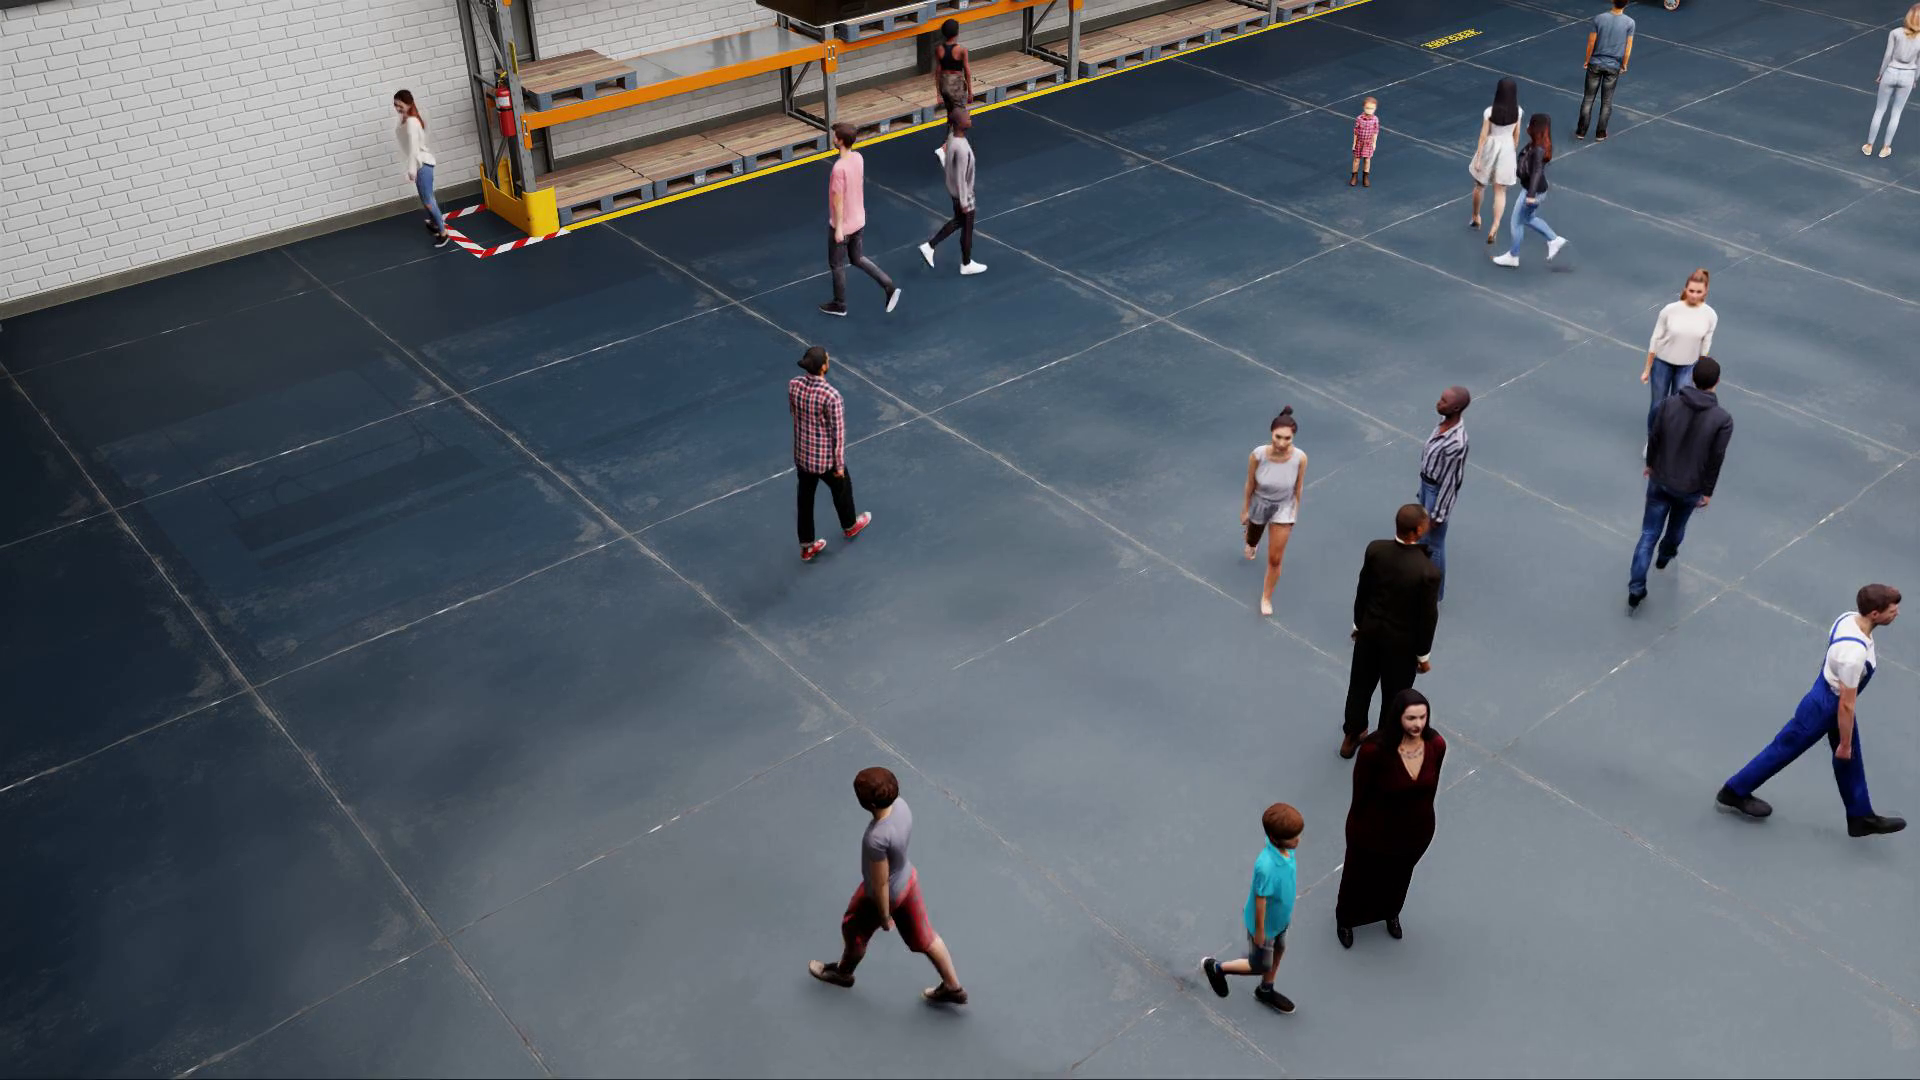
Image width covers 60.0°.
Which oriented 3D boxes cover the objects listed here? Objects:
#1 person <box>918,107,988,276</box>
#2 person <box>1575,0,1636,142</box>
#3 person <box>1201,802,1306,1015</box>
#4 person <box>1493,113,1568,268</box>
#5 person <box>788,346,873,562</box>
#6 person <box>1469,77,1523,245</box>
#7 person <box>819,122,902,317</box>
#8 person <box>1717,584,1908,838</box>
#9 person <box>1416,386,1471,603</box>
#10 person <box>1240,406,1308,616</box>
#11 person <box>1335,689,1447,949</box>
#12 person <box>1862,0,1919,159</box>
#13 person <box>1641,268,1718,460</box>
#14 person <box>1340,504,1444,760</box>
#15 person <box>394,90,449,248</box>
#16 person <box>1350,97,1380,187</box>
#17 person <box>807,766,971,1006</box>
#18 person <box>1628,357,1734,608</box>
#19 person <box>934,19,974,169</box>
[{"bbox_3d":[-0.079,-3.480,16.698,1.051,1.761,0.890,-6,34,-9],"label":"person"},{"bbox_3d":[7.773,-5.728,20.035,0.732,1.811,0.722,11,35,17],"label":"person"},{"bbox_3d":[1.584,1.940,8.835,0.689,1.439,0.738,21,39,29],"label":"person"},{"bbox_3d":[5.889,-3.525,16.902,0.965,1.611,0.973,11,35,16],"label":"person"},{"bbox_3d":[-1.100,-0.609,12.400,0.905,1.737,1.079,18,38,25],"label":"person"},{"bbox_3d":[5.624,-3.910,17.366,1.087,1.737,1.173,4,34,6],"label":"person"},{"bbox_3d":[-0.989,-2.997,15.812,1.000,1.938,1.109,13,36,19],"label":"person"},{"bbox_3d":[5.061,1.014,9.908,1.077,1.792,1.293,15,36,21],"label":"person"},{"bbox_3d":[3.419,-0.307,11.894,0.743,1.795,0.700,0,34,0],"label":"person"},{"bbox_3d":[2.260,-0.277,12.037,0.966,1.586,1.062,5,34,8],"label":"person"},{"bbox_3d":[2.362,1.531,9.160,0.697,1.759,0.814,-7,34,-11],"label":"person"},{"bbox_3d":[11.034,-5.411,19.572,0.660,1.796,0.646,16,37,23],"label":"person"},{"bbox_3d":[5.865,-1.437,13.675,0.752,1.704,0.805,13,36,19],"label":"person"},{"bbox_3d":[2.699,0.601,10.429,0.728,1.904,0.647,26,41,33],"label":"person"},{"bbox_3d":[-5.660,-3.965,17.502,0.715,1.679,0.848,-4,34,-6],"label":"person"},{"bbox_3d":[4.629,-4.563,18.995,0.497,1.022,0.546,8,34,11],"label":"person"},{"bbox_3d":[-0.291,1.872,8.782,0.962,1.611,1.162,15,36,21],"label":"person"},{"bbox_3d":[5.109,-0.360,11.938,0.936,1.835,1.268,19,38,26],"label":"person"},{"bbox_3d":[-0.107,-5.165,19.311,0.855,1.675,1.149,15,36,21],"label":"person"}]
